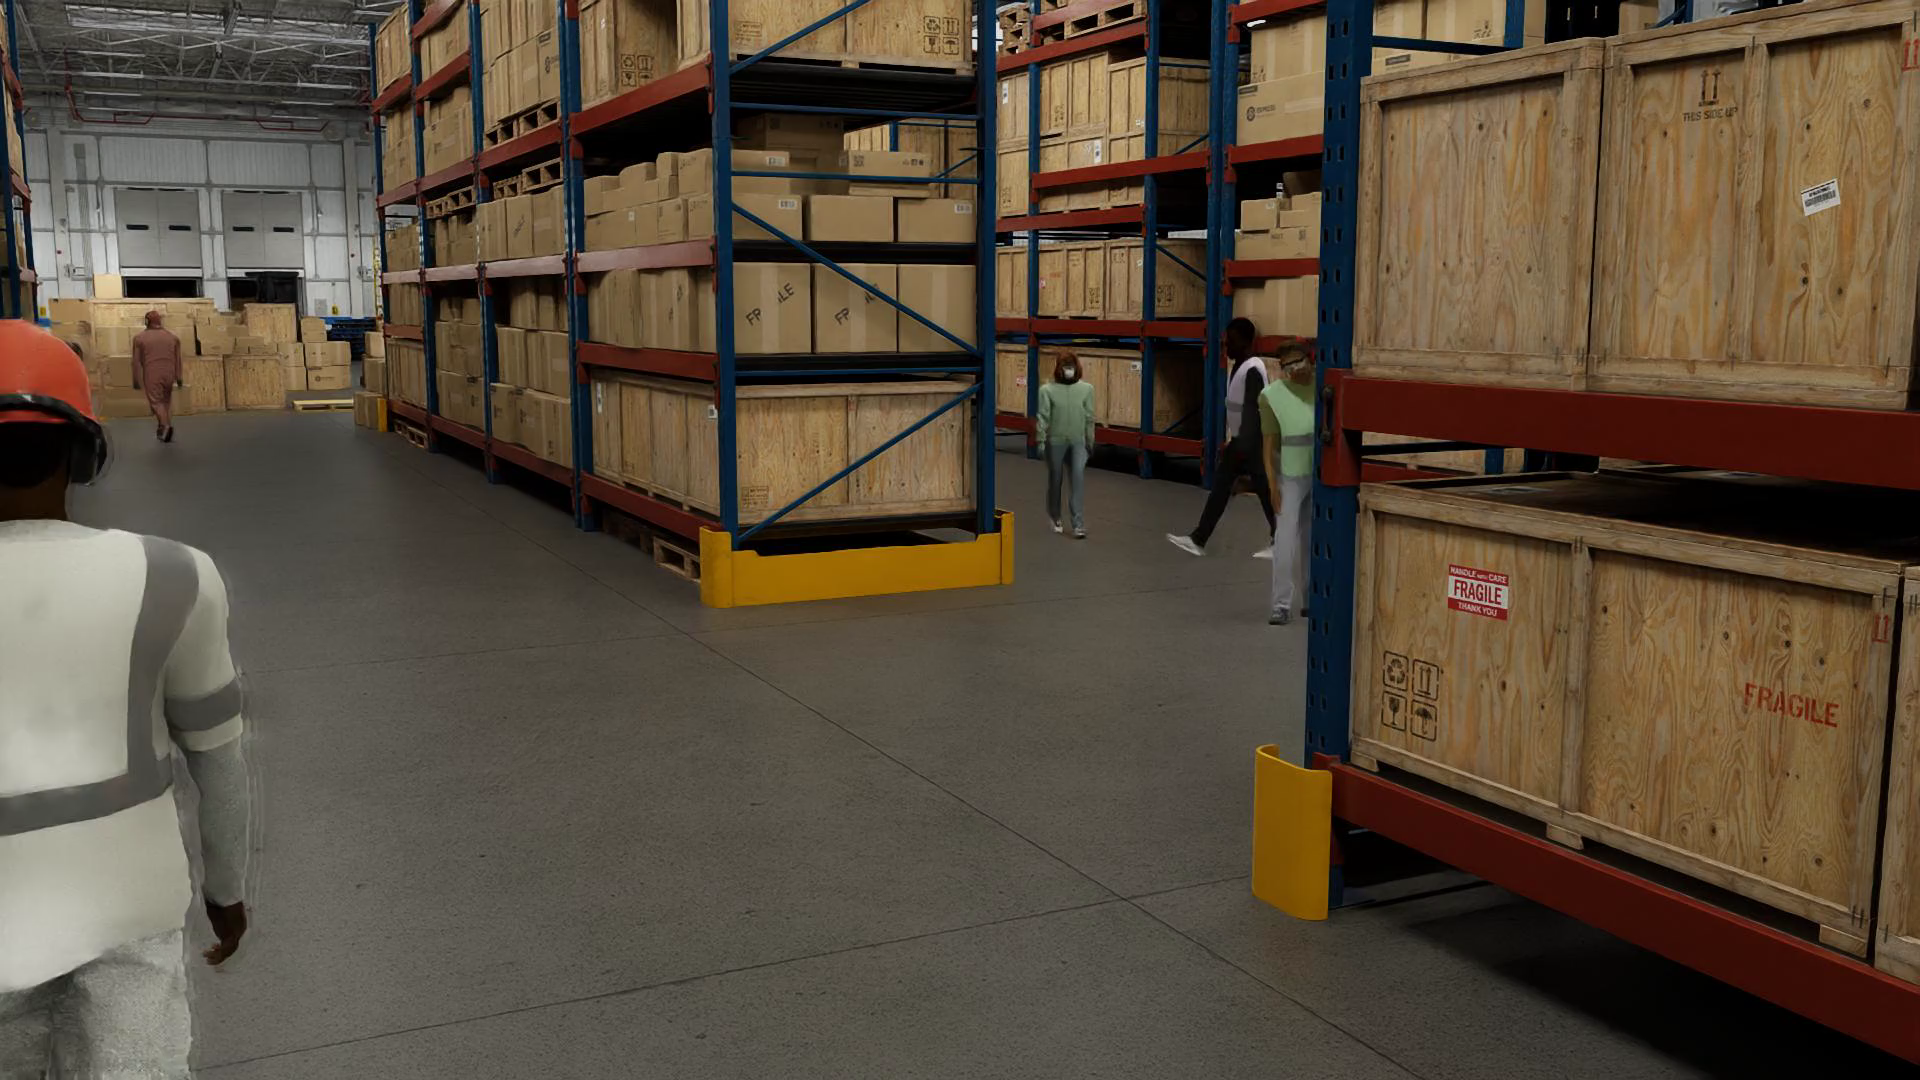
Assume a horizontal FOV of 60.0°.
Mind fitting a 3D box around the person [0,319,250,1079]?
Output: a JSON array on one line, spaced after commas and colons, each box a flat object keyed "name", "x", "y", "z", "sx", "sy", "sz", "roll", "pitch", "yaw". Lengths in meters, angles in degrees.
[{"name": "person", "x": -1.557, "y": 0.621, "z": 2.878, "sx": 0.636, "sy": 1.981, "sz": 1.070, "roll": -6, "pitch": 10, "yaw": -35}]

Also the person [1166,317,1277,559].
[{"name": "person", "x": 2.121, "y": -0.766, "z": 12.810, "sx": 1.017, "sy": 1.868, "sz": 0.609, "roll": -1, "pitch": 8, "yaw": -6}]

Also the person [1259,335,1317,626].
[{"name": "person", "x": 2.164, "y": -0.370, "z": 10.350, "sx": 0.740, "sy": 1.808, "sz": 0.400, "roll": -4, "pitch": 9, "yaw": -26}]

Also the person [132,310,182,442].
[{"name": "person", "x": -11.349, "y": -2.321, "z": 23.576, "sx": 0.891, "sy": 1.877, "sz": 0.655, "roll": 8, "pitch": 11, "yaw": 43}]

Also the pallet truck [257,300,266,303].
[{"name": "pallet truck", "x": -23.913, "y": -7.404, "z": 58.171, "sx": 1.885, "sy": 1.965, "sz": 0.823, "roll": -1, "pitch": 8, "yaw": -9}]

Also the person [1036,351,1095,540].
[{"name": "person", "x": 0.901, "y": -0.811, "z": 14.133, "sx": 0.528, "sy": 1.590, "sz": 0.856, "roll": -1, "pitch": 8, "yaw": -7}]

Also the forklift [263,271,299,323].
[{"name": "forklift", "x": -19.740, "y": -6.449, "z": 48.560, "sx": 1.873, "sy": 2.768, "sz": 1.129, "roll": 6, "pitch": 10, "yaw": 36}]

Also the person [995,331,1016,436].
[{"name": "person", "x": 0.618, "y": -2.318, "z": 24.457, "sx": 0.556, "sy": 1.613, "sz": 0.380, "roll": 4, "pitch": 9, "yaw": 28}]
